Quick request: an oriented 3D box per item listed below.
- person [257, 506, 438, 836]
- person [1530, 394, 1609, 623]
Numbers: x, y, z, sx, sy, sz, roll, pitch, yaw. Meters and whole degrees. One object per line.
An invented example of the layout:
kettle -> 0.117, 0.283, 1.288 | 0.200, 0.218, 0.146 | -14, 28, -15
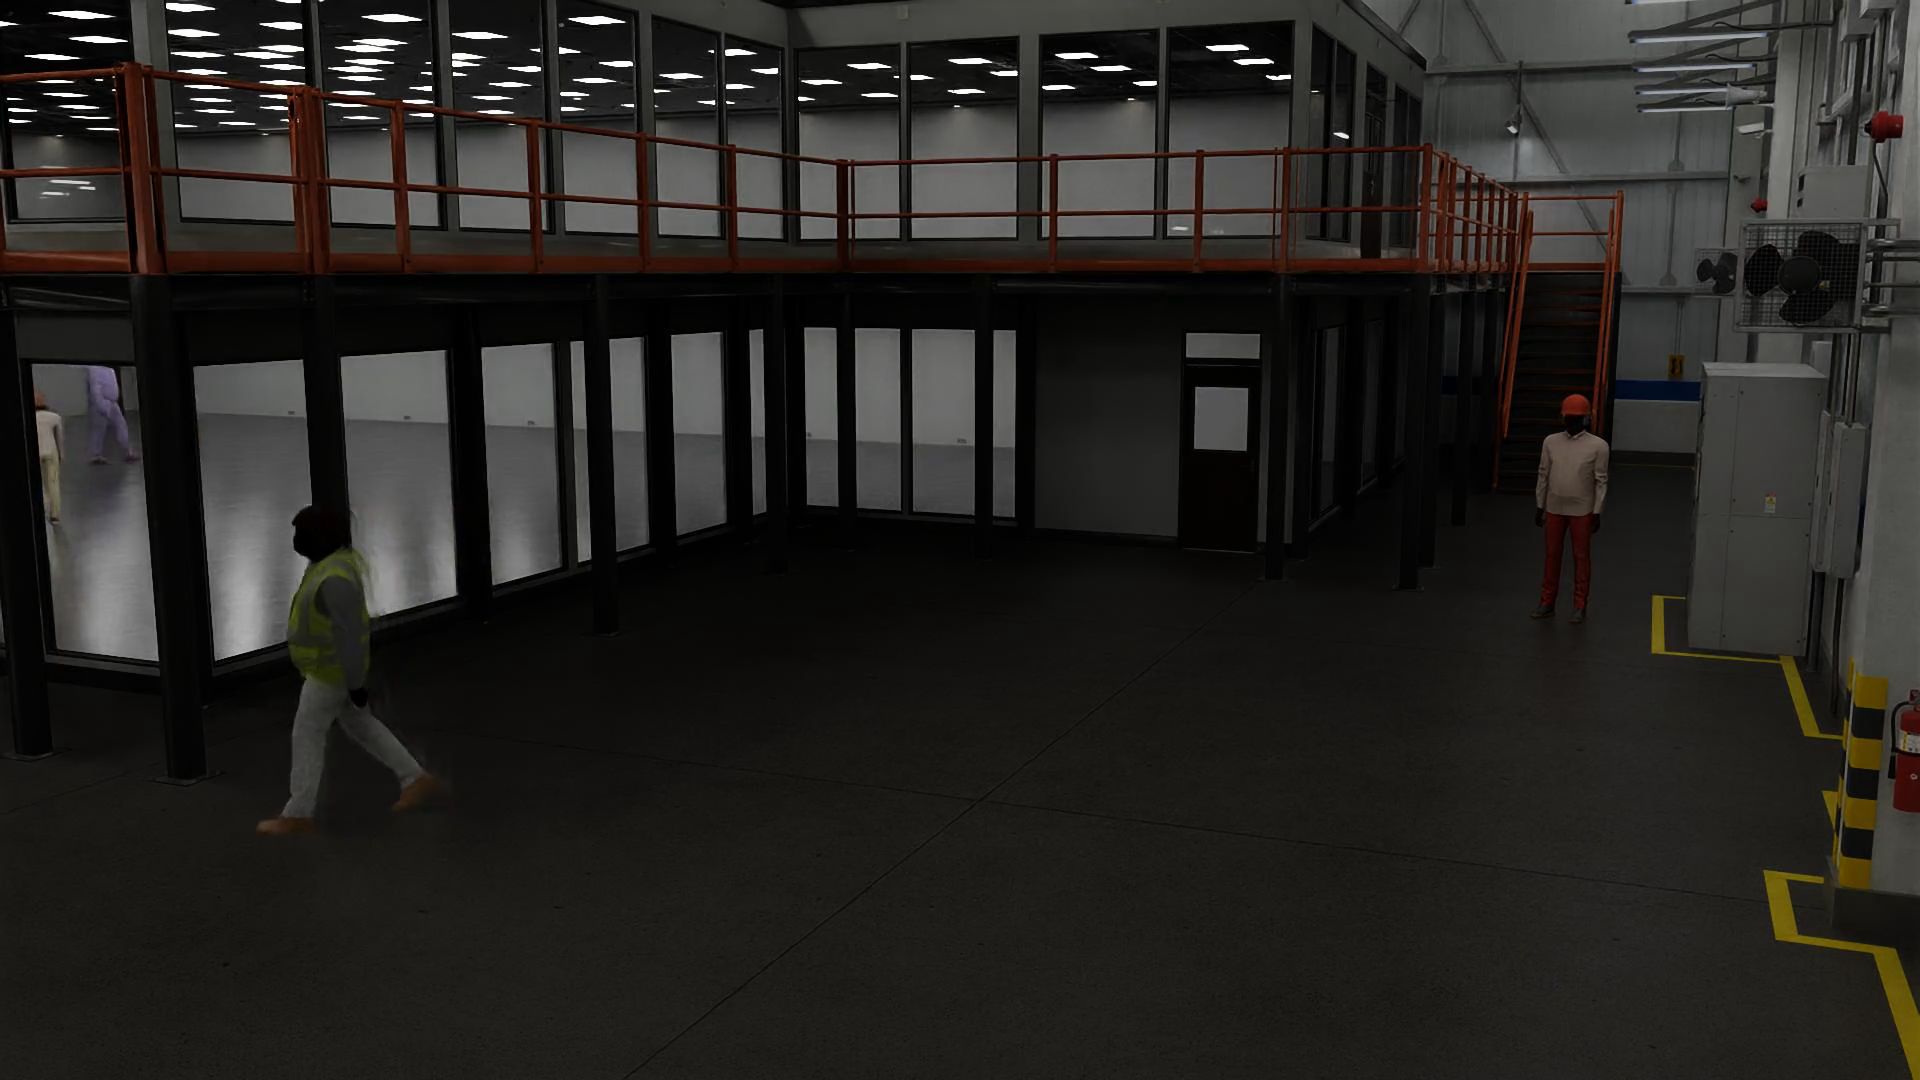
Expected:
person -> -3.378, 0.692, 9.134 | 0.915, 1.808, 0.621 | -3, 10, -20
person -> 5.313, -0.278, 14.501 | 0.612, 1.997, 0.376 | 8, 12, 40
